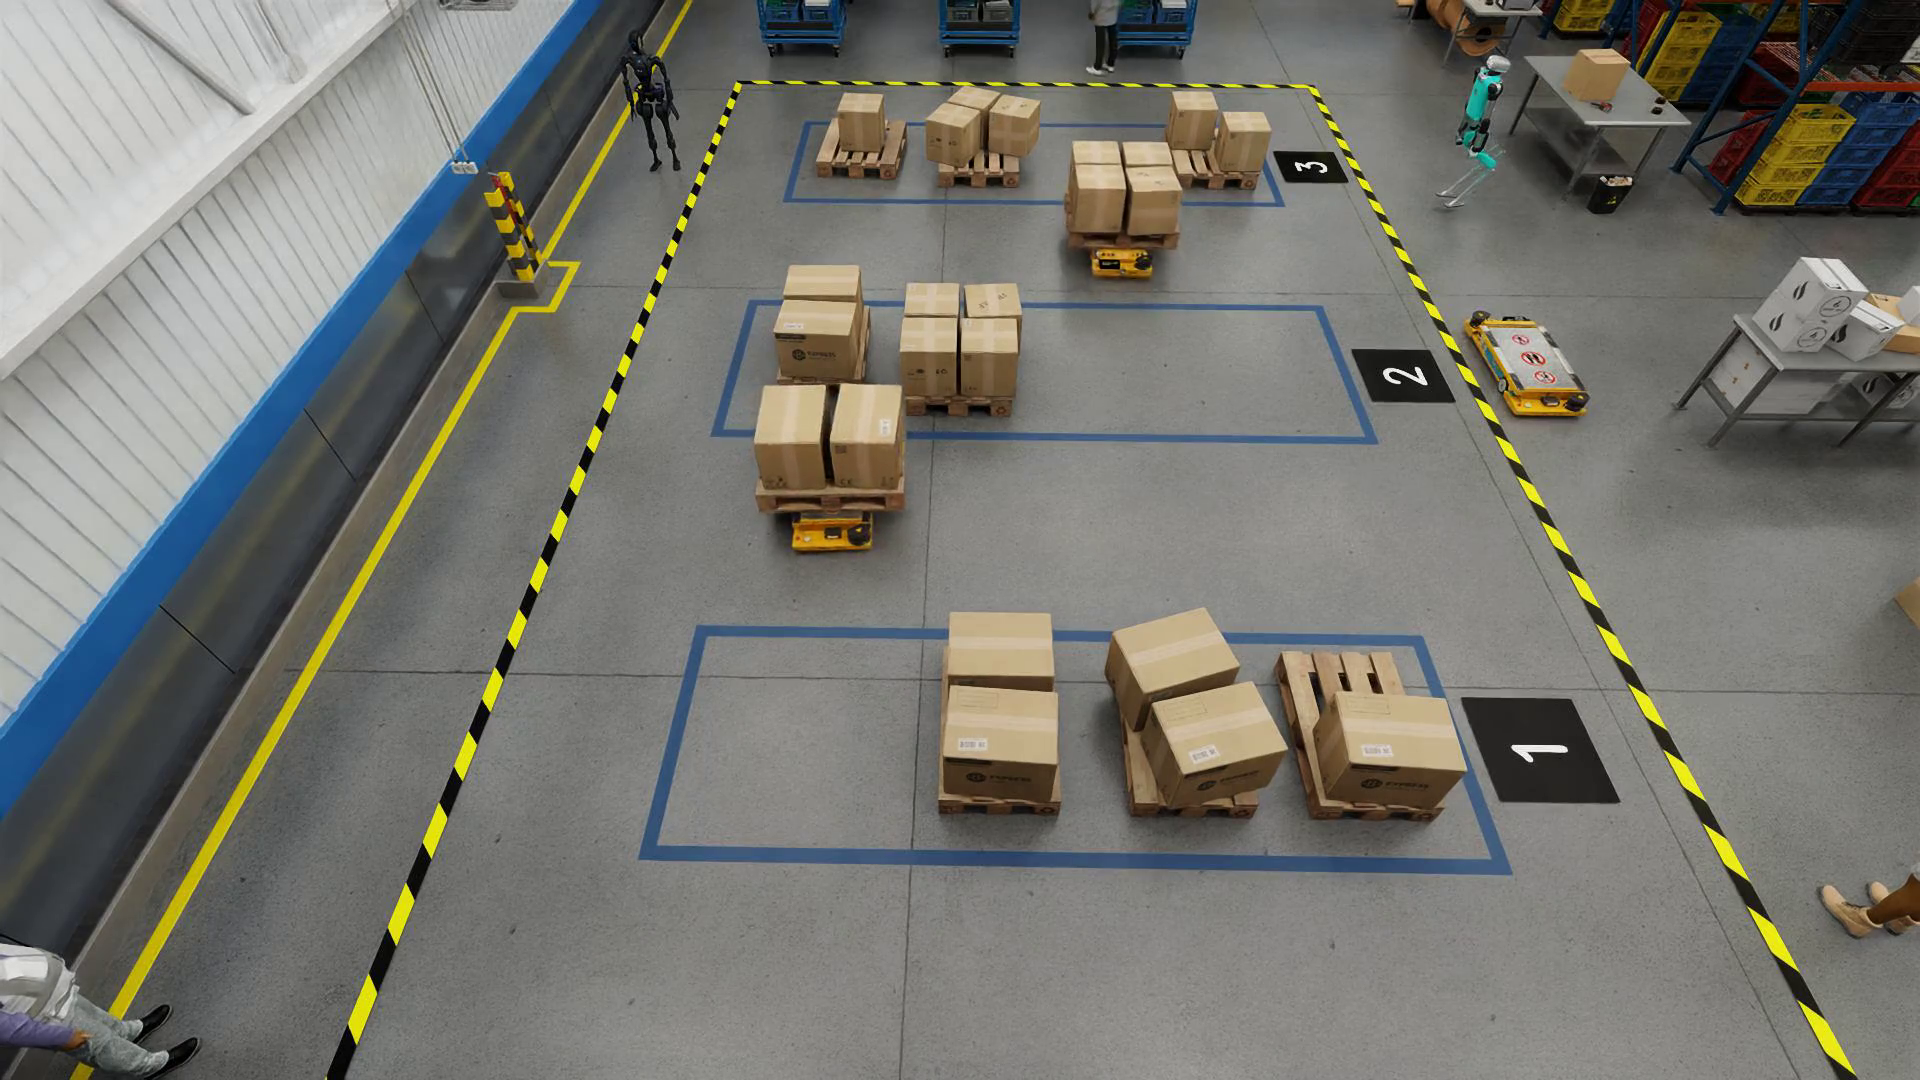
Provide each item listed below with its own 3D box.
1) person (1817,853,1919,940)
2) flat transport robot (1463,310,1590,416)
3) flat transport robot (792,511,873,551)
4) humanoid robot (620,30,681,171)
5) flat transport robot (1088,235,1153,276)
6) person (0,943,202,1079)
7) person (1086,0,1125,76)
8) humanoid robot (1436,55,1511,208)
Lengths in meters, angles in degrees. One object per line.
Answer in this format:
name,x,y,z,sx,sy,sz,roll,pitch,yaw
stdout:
person,5.585,1.656,4.928,0.613,2.043,0.371,-1,49,-1
flat transport robot,5.573,-1.757,9.054,0.659,0.231,1.431,1,49,1
flat transport robot,-1.068,-0.509,7.956,0.652,0.197,1.431,-1,49,-1
humanoid robot,-3.769,-5.360,11.231,0.599,1.657,0.315,-1,49,-1
flat transport robot,1.812,-3.531,10.572,0.652,0.197,1.431,1,49,1
person,-4.552,2.285,4.521,0.589,1.833,0.404,28,55,22
person,2.098,-7.668,13.123,0.592,1.851,0.399,-20,52,-17
humanoid robot,6.042,-4.652,10.499,0.735,1.677,0.533,0,49,0
